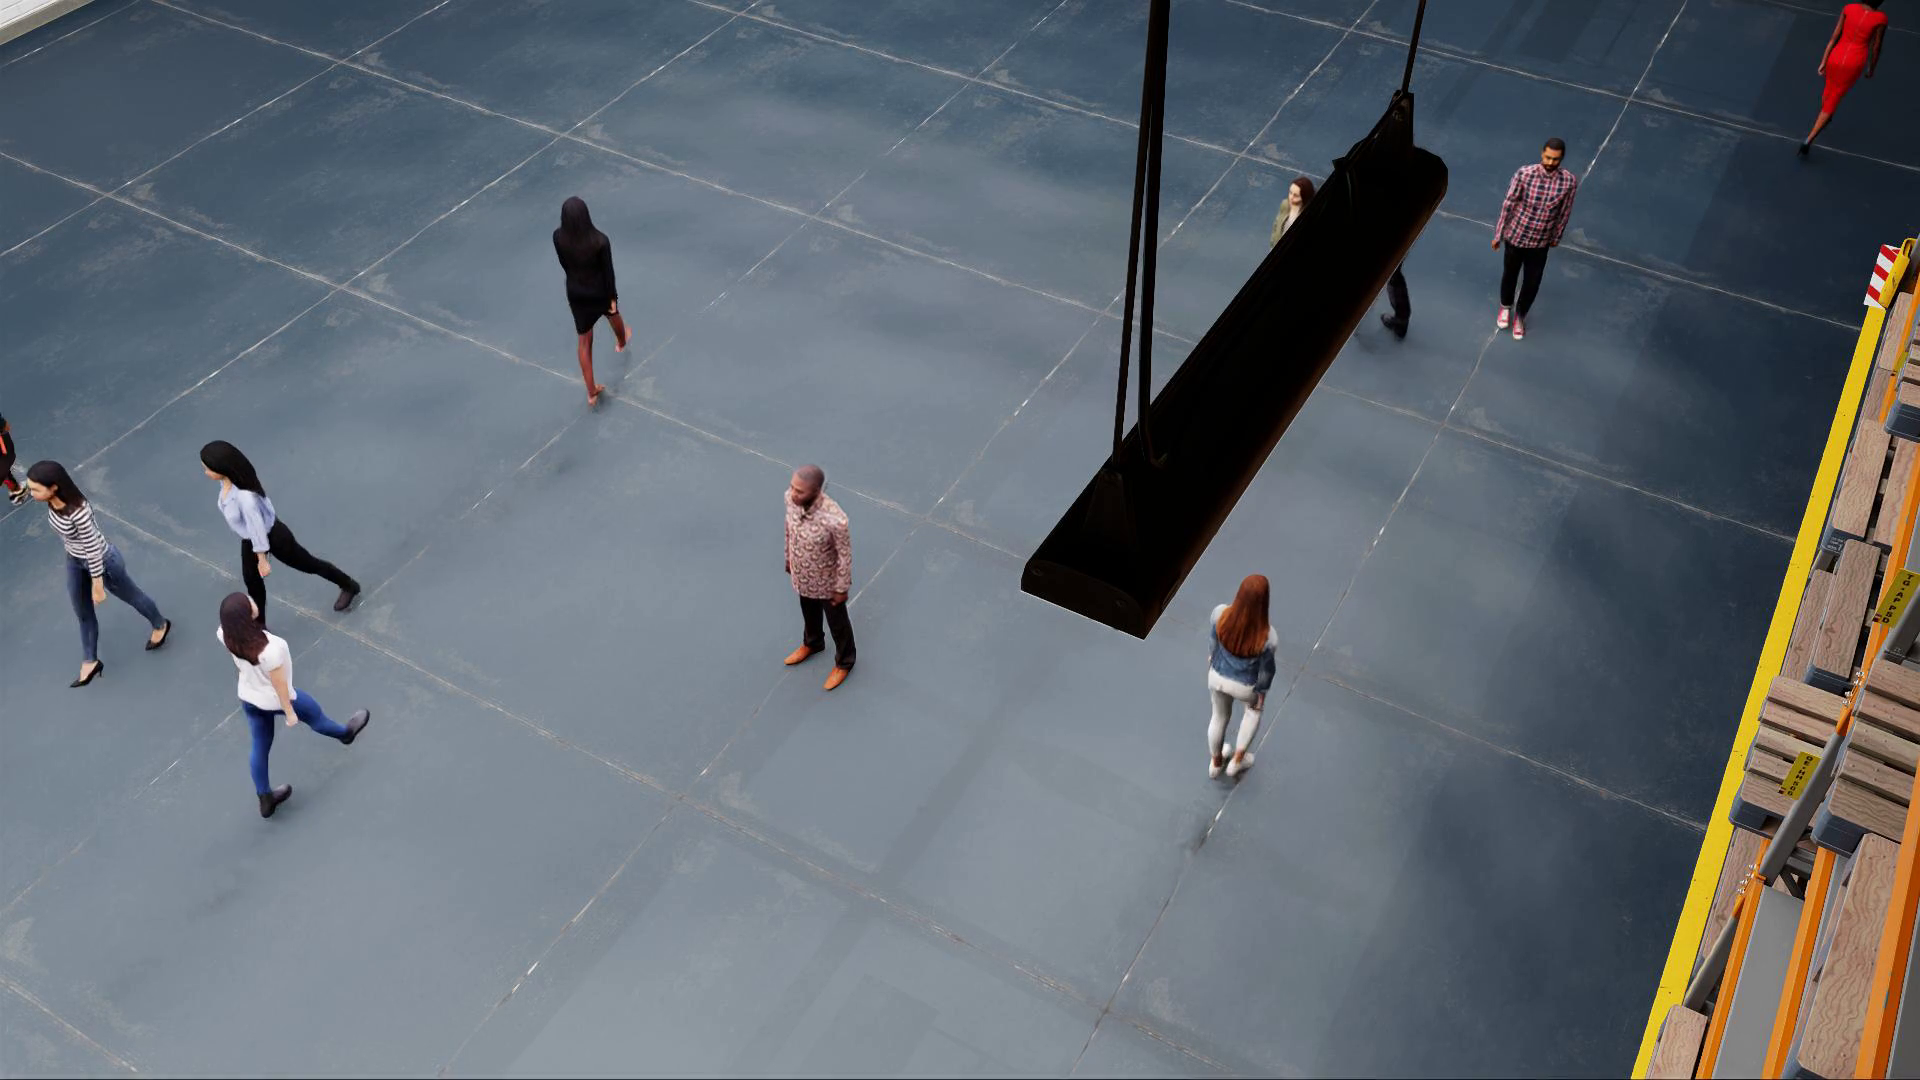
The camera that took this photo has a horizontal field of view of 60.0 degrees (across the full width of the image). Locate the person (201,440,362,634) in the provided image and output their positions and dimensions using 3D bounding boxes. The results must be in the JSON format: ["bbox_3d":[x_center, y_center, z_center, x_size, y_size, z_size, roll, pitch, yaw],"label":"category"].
[{"bbox_3d":[-4.501,-0.023,11.026,1.236,1.686,0.930,-30,51,-28],"label":"person"}]

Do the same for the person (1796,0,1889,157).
[{"bbox_3d":[8.254,-4.379,15.589,0.748,1.699,1.142,32,52,29],"label":"person"}]

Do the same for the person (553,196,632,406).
[{"bbox_3d":[-2.908,-1.848,12.956,0.968,1.667,1.282,4,44,4],"label":"person"}]

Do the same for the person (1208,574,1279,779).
[{"bbox_3d":[1.635,0.895,10.059,0.615,1.691,0.548,22,48,21],"label":"person"}]

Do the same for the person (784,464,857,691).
[{"bbox_3d":[-0.902,0.199,10.705,0.734,1.807,0.647,30,51,28],"label":"person"}]

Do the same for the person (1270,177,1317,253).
[{"bbox_3d":[2.704,-2.306,13.575,0.641,1.476,0.654,-25,49,-24],"label":"person"}]

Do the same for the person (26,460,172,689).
[{"bbox_3d":[-5.523,0.124,10.815,0.667,1.765,0.984,26,49,24],"label":"person"}]

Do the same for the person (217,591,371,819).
[{"bbox_3d":[-4.185,1.028,9.962,0.699,1.633,1.148,17,46,17],"label":"person"}]

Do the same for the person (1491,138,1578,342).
[{"bbox_3d":[4.665,-2.525,13.606,0.758,1.750,0.758,14,45,14],"label":"person"}]
